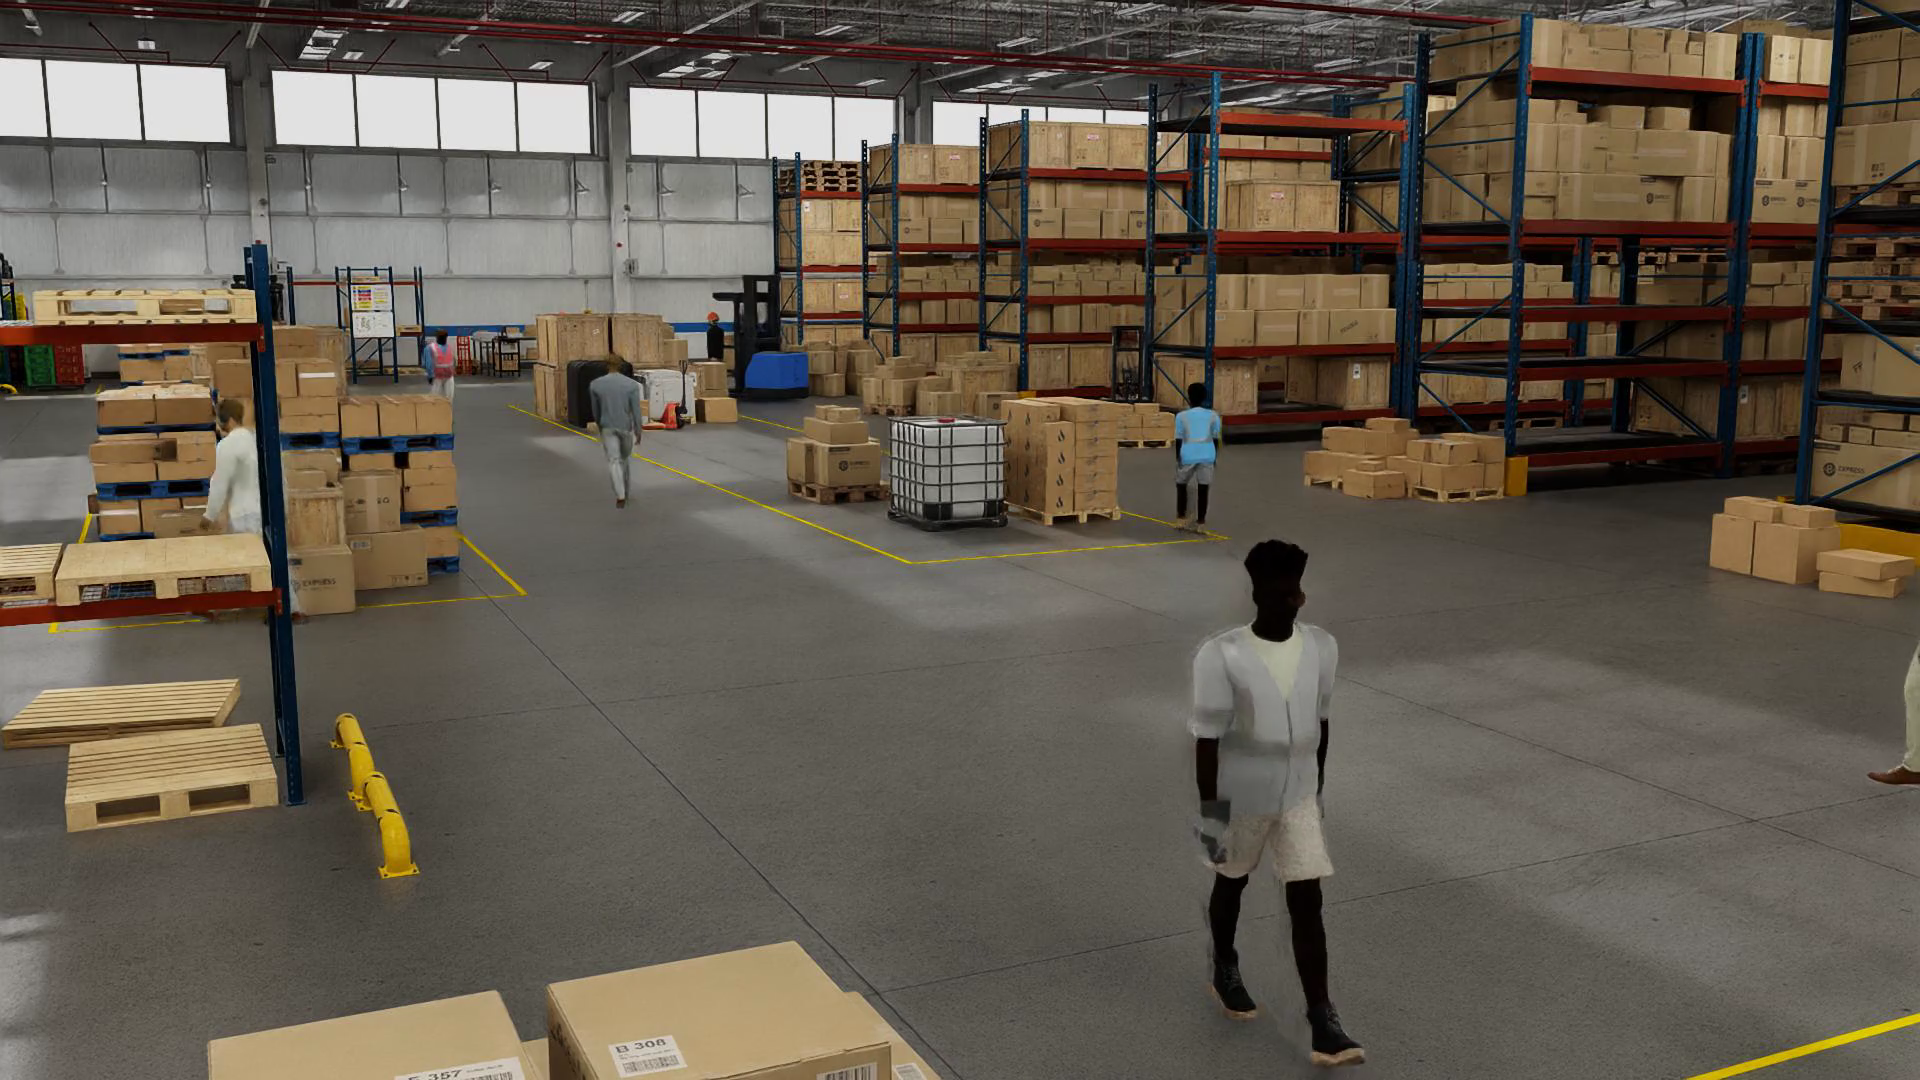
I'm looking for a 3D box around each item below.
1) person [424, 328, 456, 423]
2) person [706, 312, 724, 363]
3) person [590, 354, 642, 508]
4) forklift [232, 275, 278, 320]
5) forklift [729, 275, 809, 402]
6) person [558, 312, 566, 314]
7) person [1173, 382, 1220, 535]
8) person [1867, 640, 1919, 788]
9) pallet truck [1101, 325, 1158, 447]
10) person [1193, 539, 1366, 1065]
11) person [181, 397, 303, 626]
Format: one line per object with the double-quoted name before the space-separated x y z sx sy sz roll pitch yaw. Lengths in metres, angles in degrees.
"person" -9.965 -3.152 31.890 0.624 1.829 0.636 -8 12 -41
"person" -5.520 -4.122 37.399 0.393 1.995 0.612 4 10 22
"person" -4.268 -1.364 20.695 0.619 1.865 1.067 -2 9 -13
"forklift" -16.189 -4.721 38.375 1.129 2.768 1.873 -4 10 -25
"forklift" -4.423 -4.560 37.377 1.873 2.768 1.129 6 11 34
"person" -9.619 -4.556 40.271 0.374 1.935 0.552 0 9 -1
"person" 2.595 -0.900 18.381 0.537 1.682 0.546 -1 9 -5
"person" 5.418 0.493 9.214 0.567 1.855 0.519 -7 12 -38
"pallet truck" 2.881 -2.596 27.923 0.823 1.965 1.885 -1 9 -7
"person" 1.161 0.956 6.128 0.622 1.911 0.997 -3 10 -16
"person" -5.880 -0.214 13.510 1.033 1.873 0.621 -1 9 -6
